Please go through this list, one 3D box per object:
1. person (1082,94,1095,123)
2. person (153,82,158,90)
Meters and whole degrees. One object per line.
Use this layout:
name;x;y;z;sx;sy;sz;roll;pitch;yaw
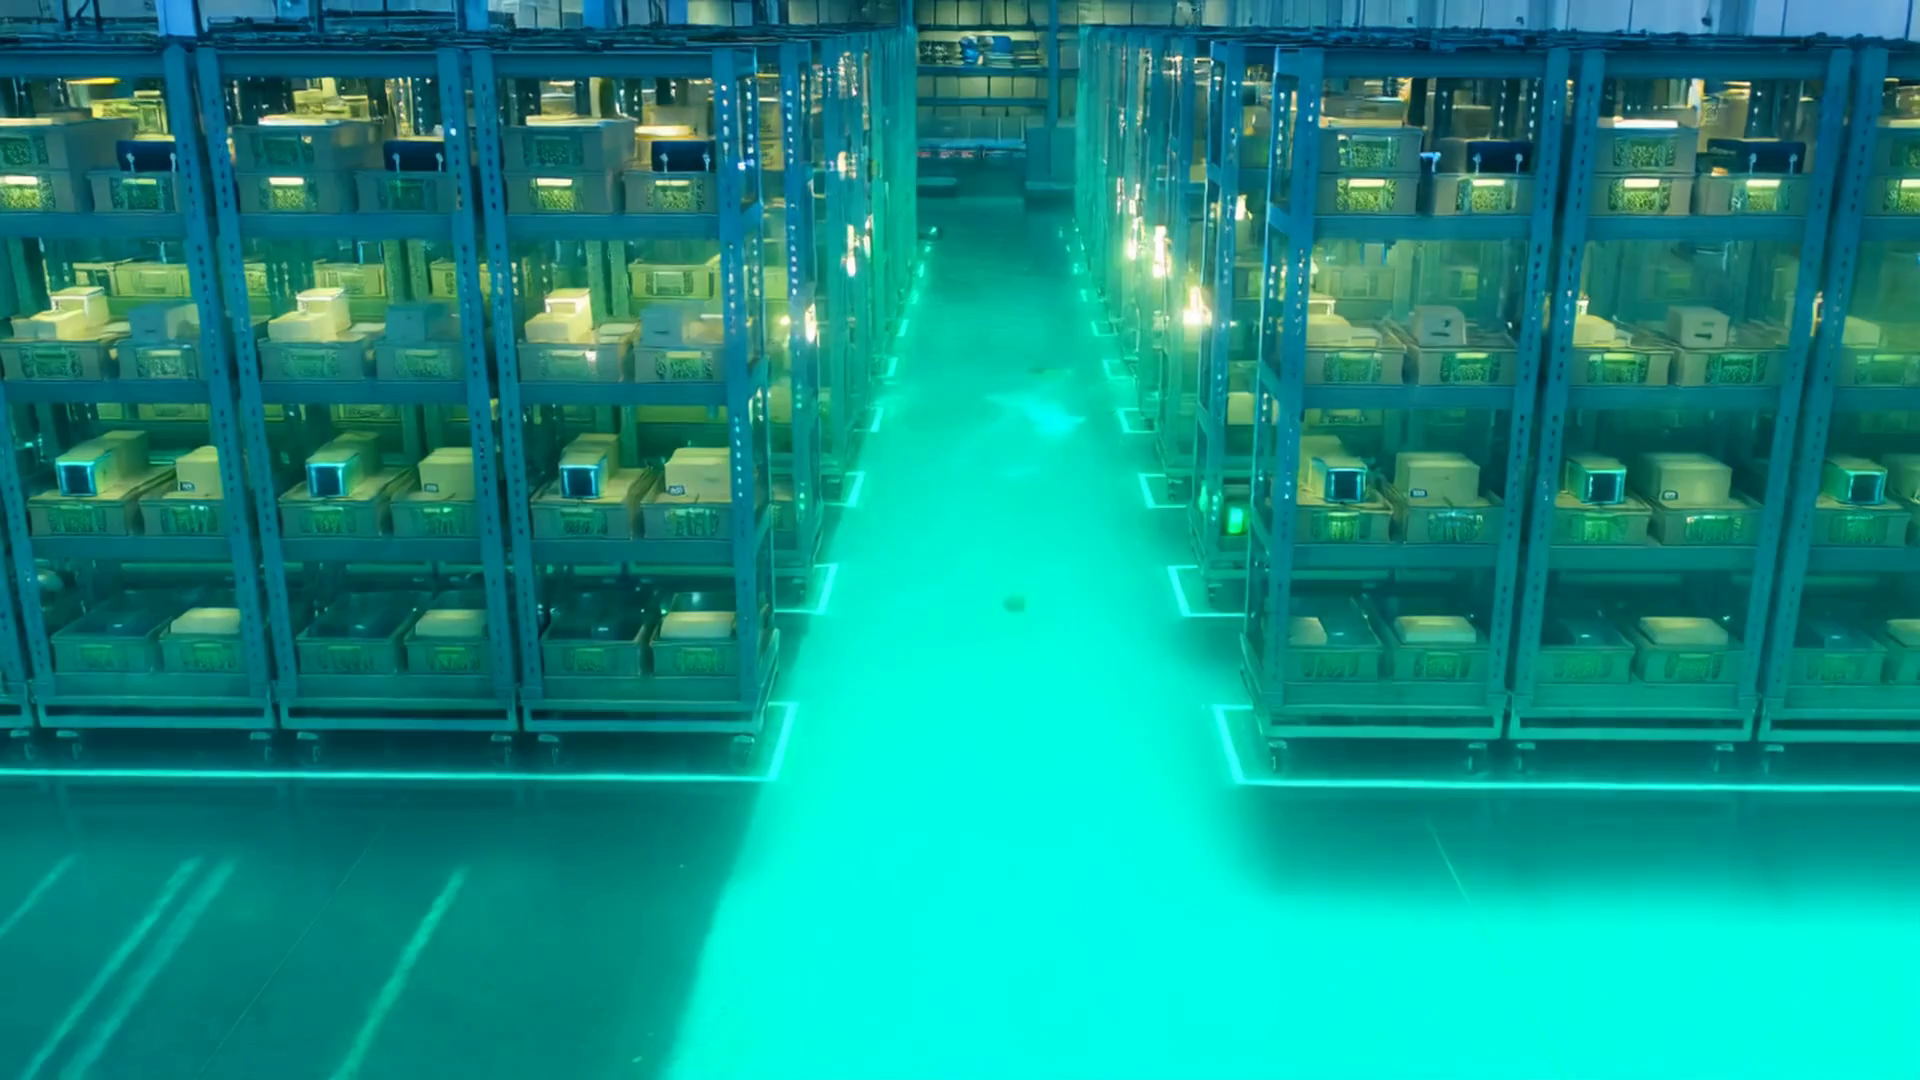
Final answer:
person;3.330;-10.501;42.586;0.611;1.985;0.414;-2;18;-7
person;-27.766;-15.077;57.783;0.748;1.610;0.502;-15;23;-39
